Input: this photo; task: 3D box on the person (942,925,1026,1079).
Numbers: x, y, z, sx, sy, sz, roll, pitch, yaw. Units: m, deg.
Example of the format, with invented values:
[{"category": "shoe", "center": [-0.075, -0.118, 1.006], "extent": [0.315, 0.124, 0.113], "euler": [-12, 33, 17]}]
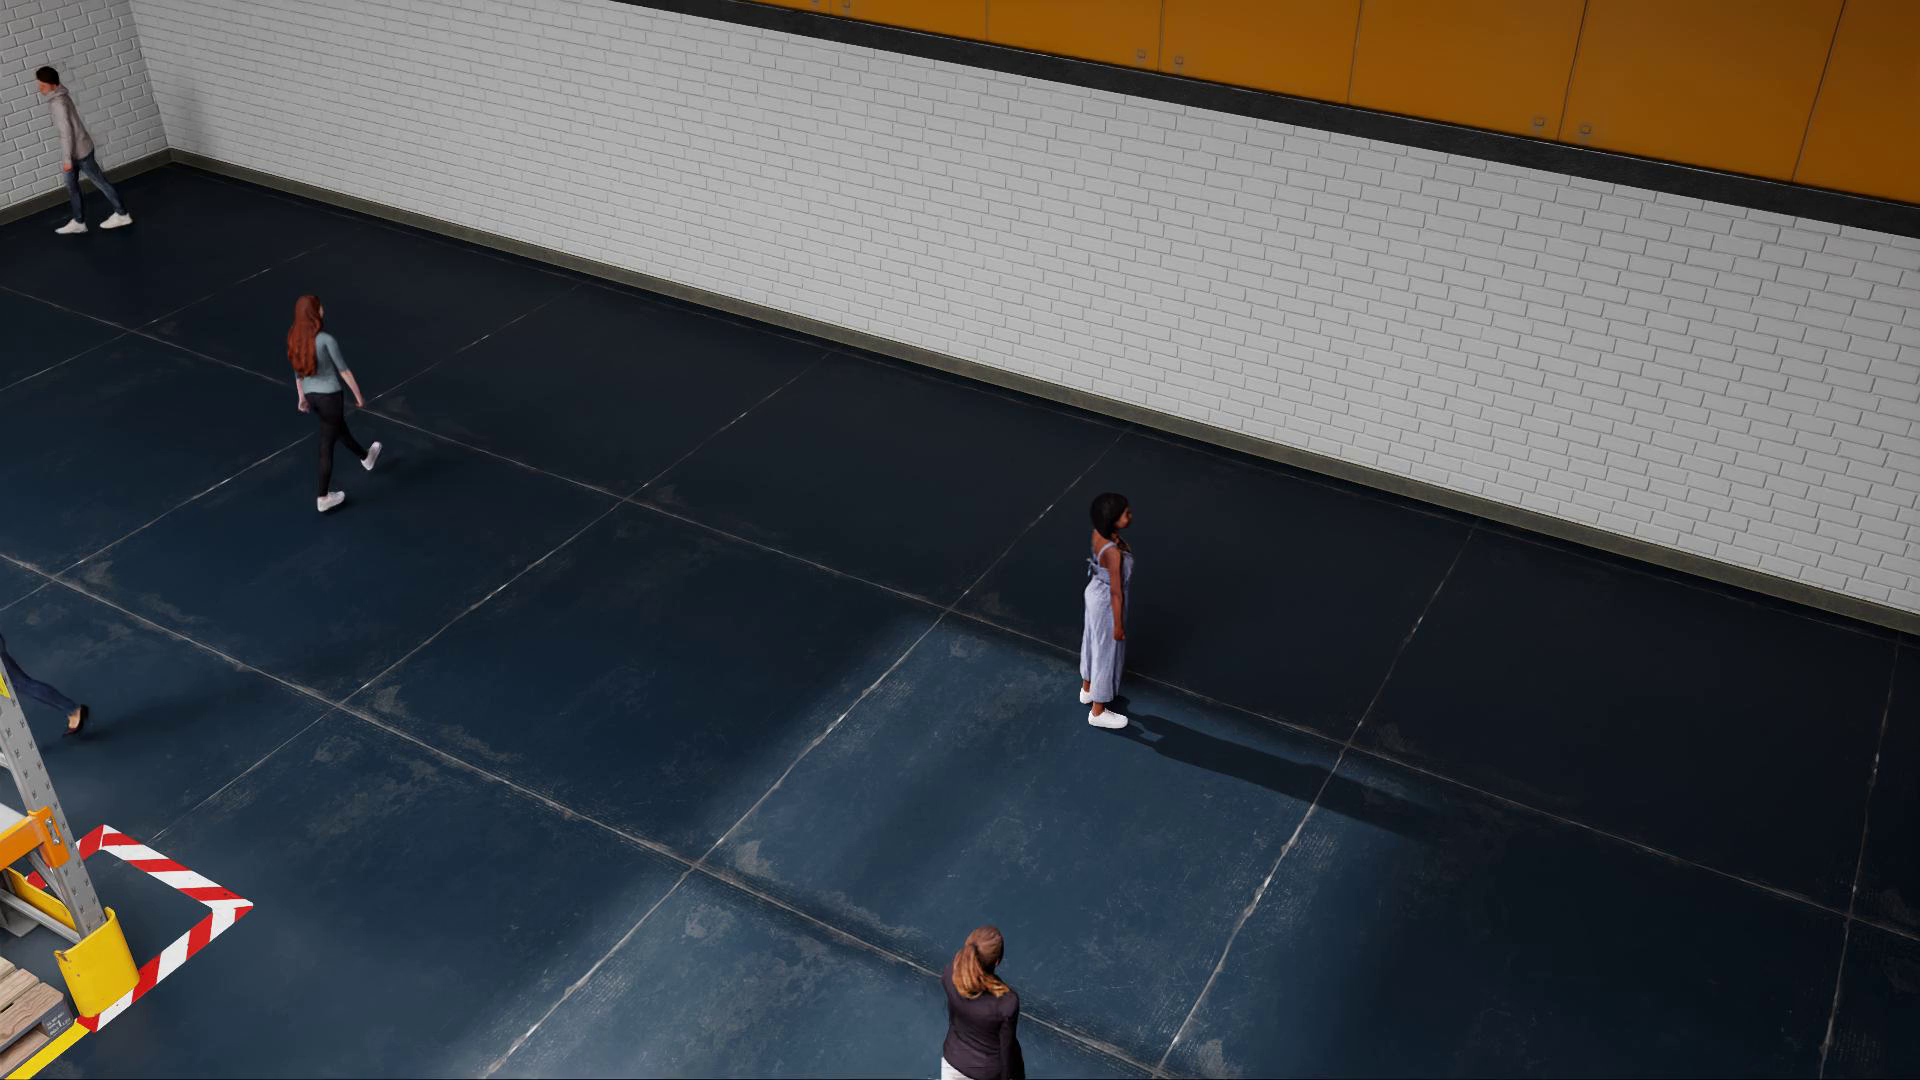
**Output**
[{"category": "person", "center": [0.035, 2.455, 7.591], "extent": [0.625, 1.691, 1.181], "euler": [20, 38, 27]}]

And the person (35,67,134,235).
[{"category": "person", "center": [-9.098, -4.062, 17.290], "extent": [1.107, 1.807, 0.906], "euler": [-20, 38, -27]}]

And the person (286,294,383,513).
[{"category": "person", "center": [-4.938, -1.010, 12.800], "extent": [0.694, 1.696, 1.118], "euler": [12, 36, 18]}]

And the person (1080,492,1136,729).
[{"category": "person", "center": [0.938, 0.423, 10.644], "extent": [0.713, 1.695, 0.628], "euler": [-4, 34, -7]}]
